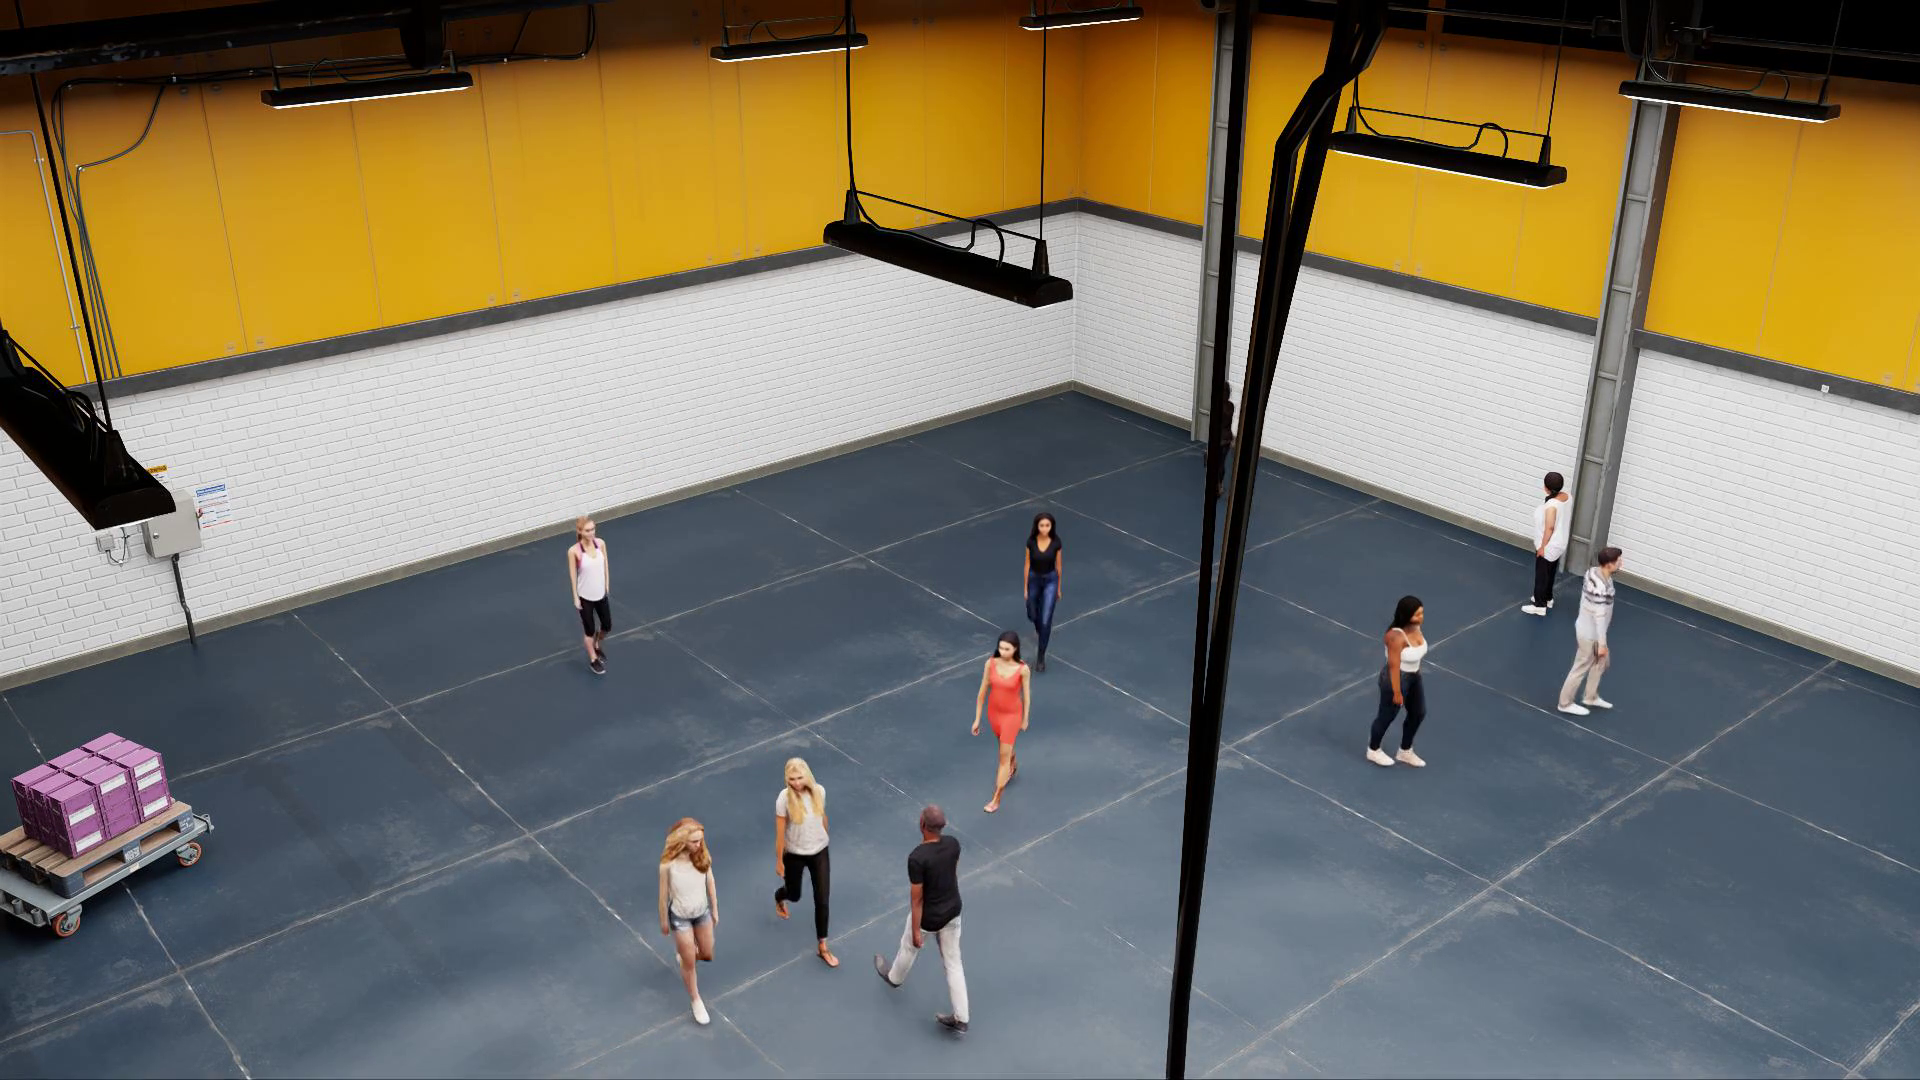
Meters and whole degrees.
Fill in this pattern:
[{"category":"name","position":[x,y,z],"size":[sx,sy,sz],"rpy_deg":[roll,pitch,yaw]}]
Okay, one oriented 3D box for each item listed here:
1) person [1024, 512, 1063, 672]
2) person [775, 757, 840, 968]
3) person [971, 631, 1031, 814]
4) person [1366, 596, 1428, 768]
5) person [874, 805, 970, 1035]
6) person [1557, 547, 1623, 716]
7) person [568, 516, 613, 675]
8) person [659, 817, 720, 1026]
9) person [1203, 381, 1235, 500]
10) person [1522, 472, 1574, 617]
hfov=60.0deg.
[{"category":"person","position":[0.879,0.483,17.668],"size":[0.990,1.719,1.041],"rpy_deg":[2,24,5]},{"category":"person","position":[-1.276,2.453,13.071],"size":[0.718,1.791,1.133],"rpy_deg":[-15,28,-30]},{"category":"person","position":[0.433,1.584,15.215],"size":[1.167,1.666,1.024],"rpy_deg":[10,25,21]},{"category":"person","position":[4.053,1.313,15.678],"size":[0.800,1.792,0.712],"rpy_deg":[20,31,38]},{"category":"person","position":[-0.121,2.833,12.250],"size":[0.690,1.753,1.202],"rpy_deg":[-21,31,-39]},{"category":"person","position":[6.203,0.901,16.564],"size":[0.978,1.837,0.923],"rpy_deg":[6,24,14]},{"category":"person","position":[-3.917,0.555,17.434],"size":[0.613,1.775,0.647],"rpy_deg":[-17,29,-34]},{"category":"person","position":[-2.065,2.776,12.404],"size":[0.666,1.734,0.846],"rpy_deg":[-14,27,-28]},{"category":"person","position":[3.448,-1.277,21.806],"size":[0.664,1.630,0.771],"rpy_deg":[-12,26,-25]},{"category":"person","position":[6.640,0.020,18.764],"size":[0.653,1.689,0.685],"rpy_deg":[19,30,37]}]
